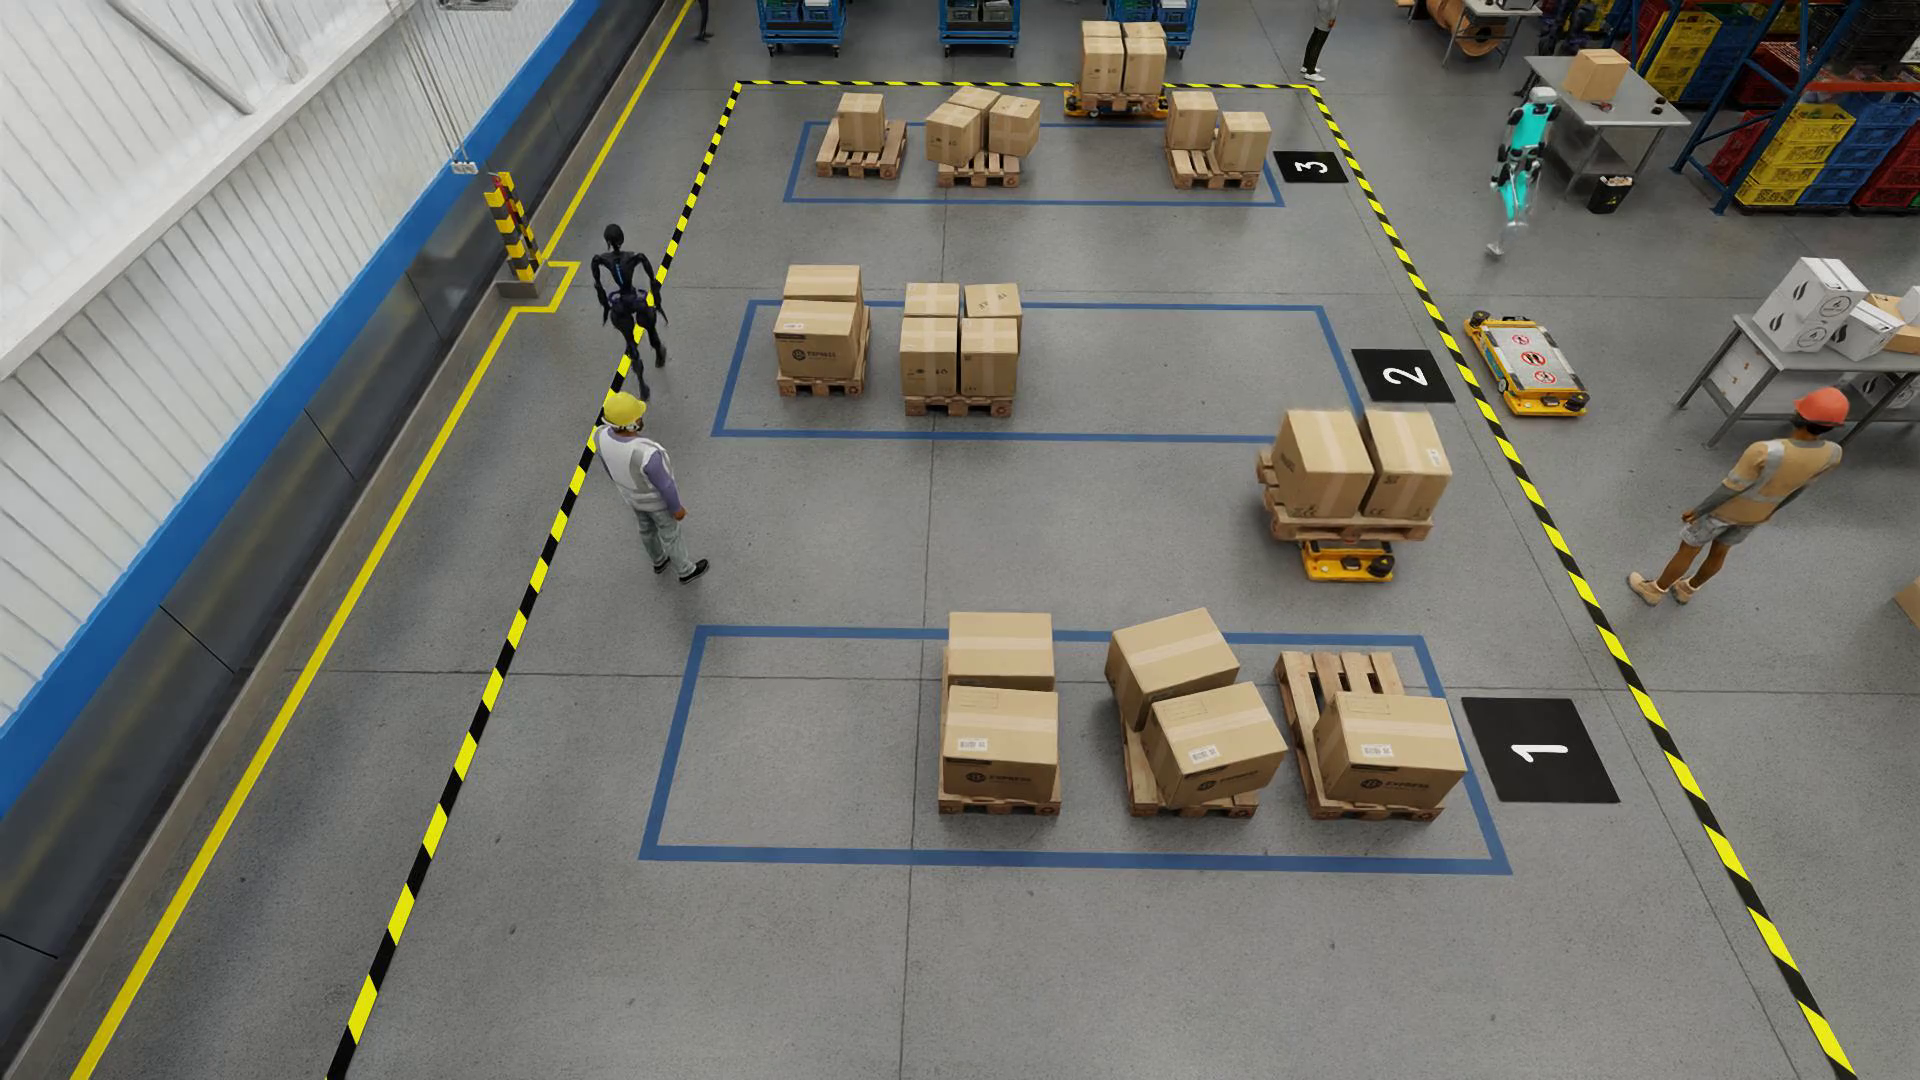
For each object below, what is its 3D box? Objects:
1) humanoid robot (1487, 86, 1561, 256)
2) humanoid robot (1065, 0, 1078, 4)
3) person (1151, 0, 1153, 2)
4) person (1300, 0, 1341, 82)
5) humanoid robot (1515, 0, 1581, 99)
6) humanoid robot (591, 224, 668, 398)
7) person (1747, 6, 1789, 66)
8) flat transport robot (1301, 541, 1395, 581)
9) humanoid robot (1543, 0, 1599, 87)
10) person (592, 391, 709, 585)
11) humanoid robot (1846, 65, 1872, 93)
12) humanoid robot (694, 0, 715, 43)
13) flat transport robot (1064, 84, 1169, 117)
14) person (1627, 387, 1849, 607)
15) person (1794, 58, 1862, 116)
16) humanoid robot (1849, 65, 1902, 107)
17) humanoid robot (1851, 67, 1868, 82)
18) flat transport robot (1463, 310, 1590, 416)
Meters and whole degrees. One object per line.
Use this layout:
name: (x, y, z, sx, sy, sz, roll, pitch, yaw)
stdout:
humanoid robot: (6.069, -3.849, 9.905, 0.558, 1.790, 0.803, -6, 49, -5)
humanoid robot: (1.962, -9.733, 15.001, 0.553, 1.814, 0.715, -32, 56, -25)
person: (2.884, -8.827, 14.205, 0.519, 1.722, 0.492, 5, 49, 4)
person: (5.254, -7.540, 13.012, 0.372, 1.852, 0.588, 3, 49, 2)
humanoid robot: (8.212, -6.955, 12.615, 0.381, 1.651, 0.612, 32, 56, 25)
humanoid robot: (-3.050, -2.140, 8.495, 0.589, 1.638, 0.784, -8, 50, -7)
person: (11.803, -7.681, 13.122, 0.332, 1.872, 0.507, 2, 49, 2)
flat transport robot: (3.138, -0.264, 7.744, 0.652, 0.197, 1.431, 1, 49, 1)
humanoid robot: (8.133, -6.526, 12.252, 0.380, 1.650, 0.603, 36, 58, 27)
person: (-2.300, -0.364, 6.813, 0.602, 1.830, 0.404, 23, 53, 19)
humanoid robot: (13.146, -7.170, 12.774, 0.874, 1.784, 0.601, 26, 54, 20)
humanoid robot: (-4.017, -8.563, 14.022, 0.399, 1.641, 0.616, -5, 49, -4)
flat transport robot: (2.191, -6.197, 12.879, 1.431, 0.197, 0.652, 1, 49, 1)
person: (5.573, -0.257, 6.584, 0.614, 2.040, 0.379, -1, 49, -1)
person: (10.858, -5.658, 11.462, 0.872, 1.724, 0.521, -10, 50, -8)
humanoid robot: (11.610, -5.814, 11.639, 0.423, 1.640, 0.589, 16, 51, 14)
humanoid robot: (13.004, -7.183, 12.724, 0.532, 1.711, 0.710, 2, 49, 2)
flat transport robot: (5.573, -1.757, 9.054, 0.659, 0.231, 1.431, 1, 49, 1)
